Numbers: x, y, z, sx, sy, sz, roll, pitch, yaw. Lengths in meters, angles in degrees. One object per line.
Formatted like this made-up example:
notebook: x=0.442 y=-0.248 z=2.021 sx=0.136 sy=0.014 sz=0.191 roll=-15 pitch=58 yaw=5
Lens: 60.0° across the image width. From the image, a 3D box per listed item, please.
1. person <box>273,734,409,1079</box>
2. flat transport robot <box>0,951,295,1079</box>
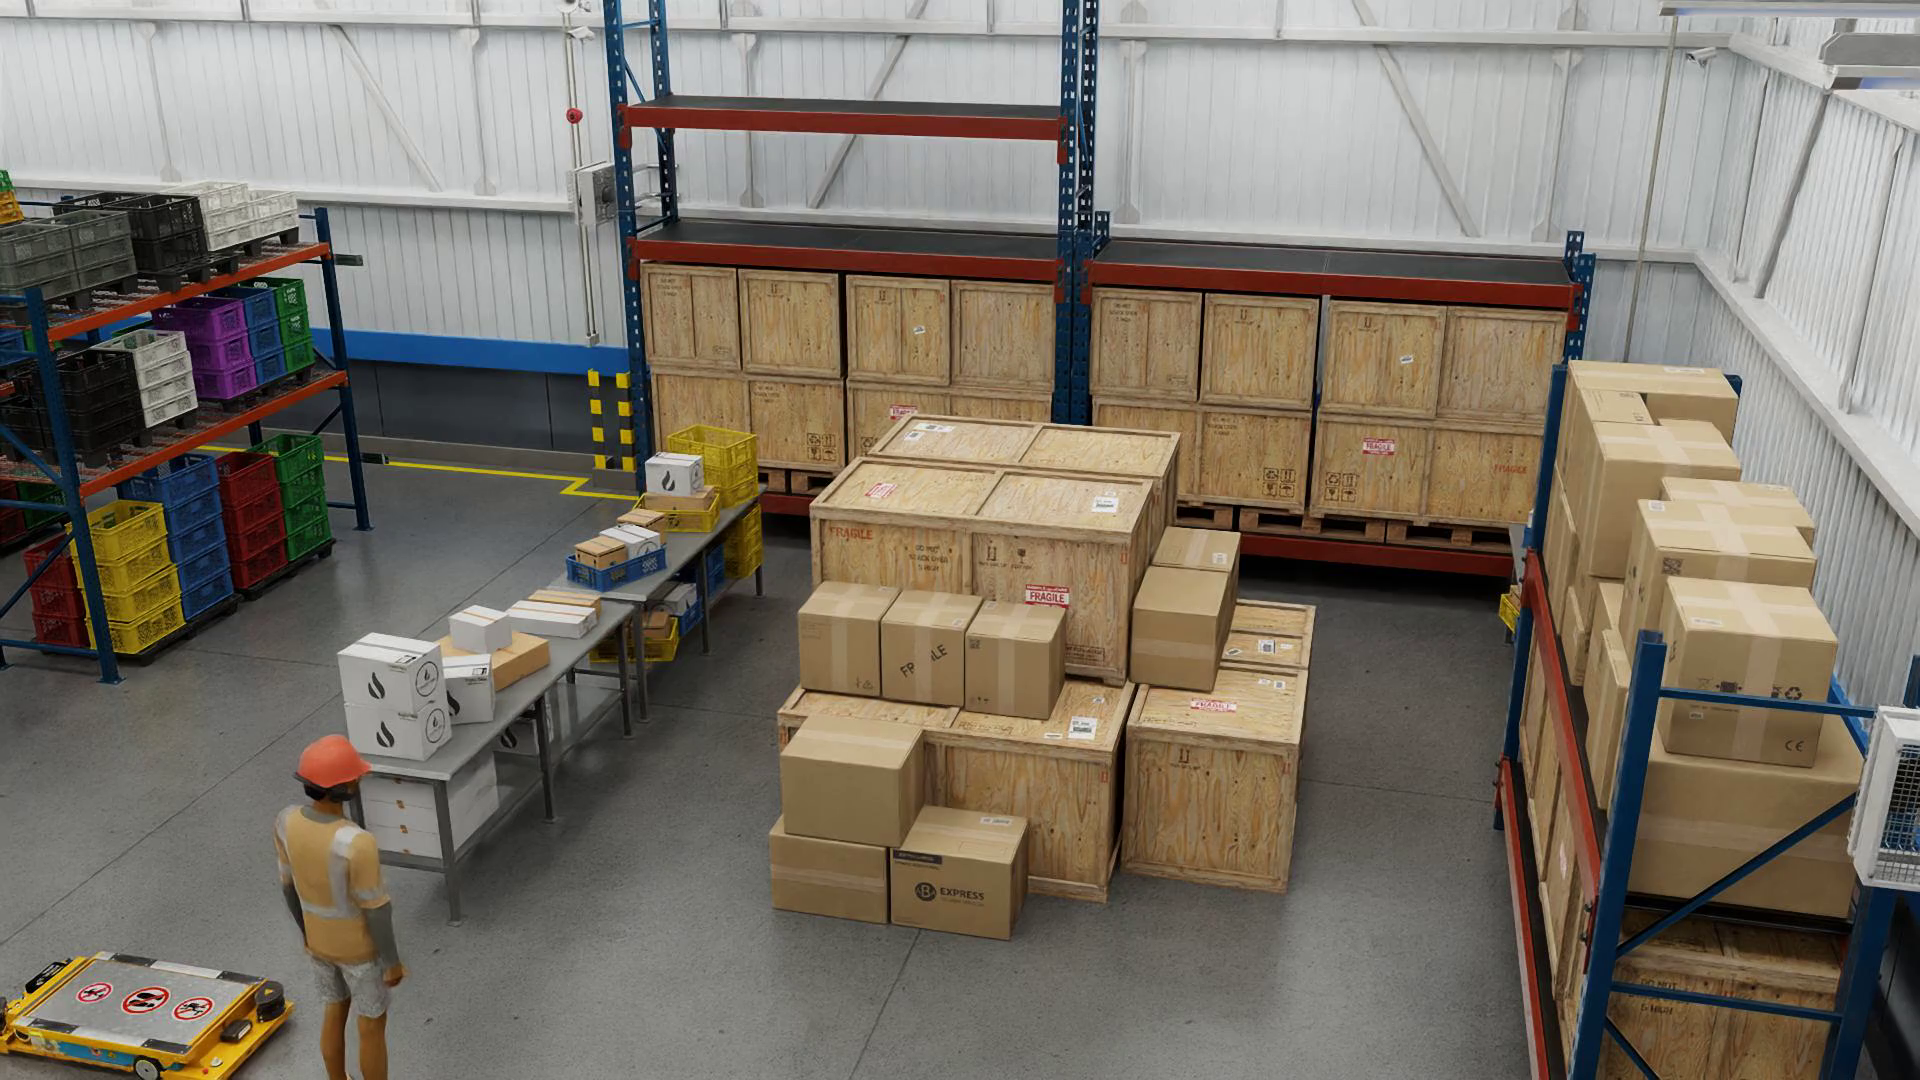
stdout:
person: x=-2.835 y=1.839 z=7.754 sx=0.613 sy=2.040 sz=0.389 roll=11 pitch=24 yaw=27
flat transport robot: x=-4.270 y=2.464 z=8.601 sx=1.431 sy=0.231 sz=0.659 roll=5 pitch=22 yaw=13
